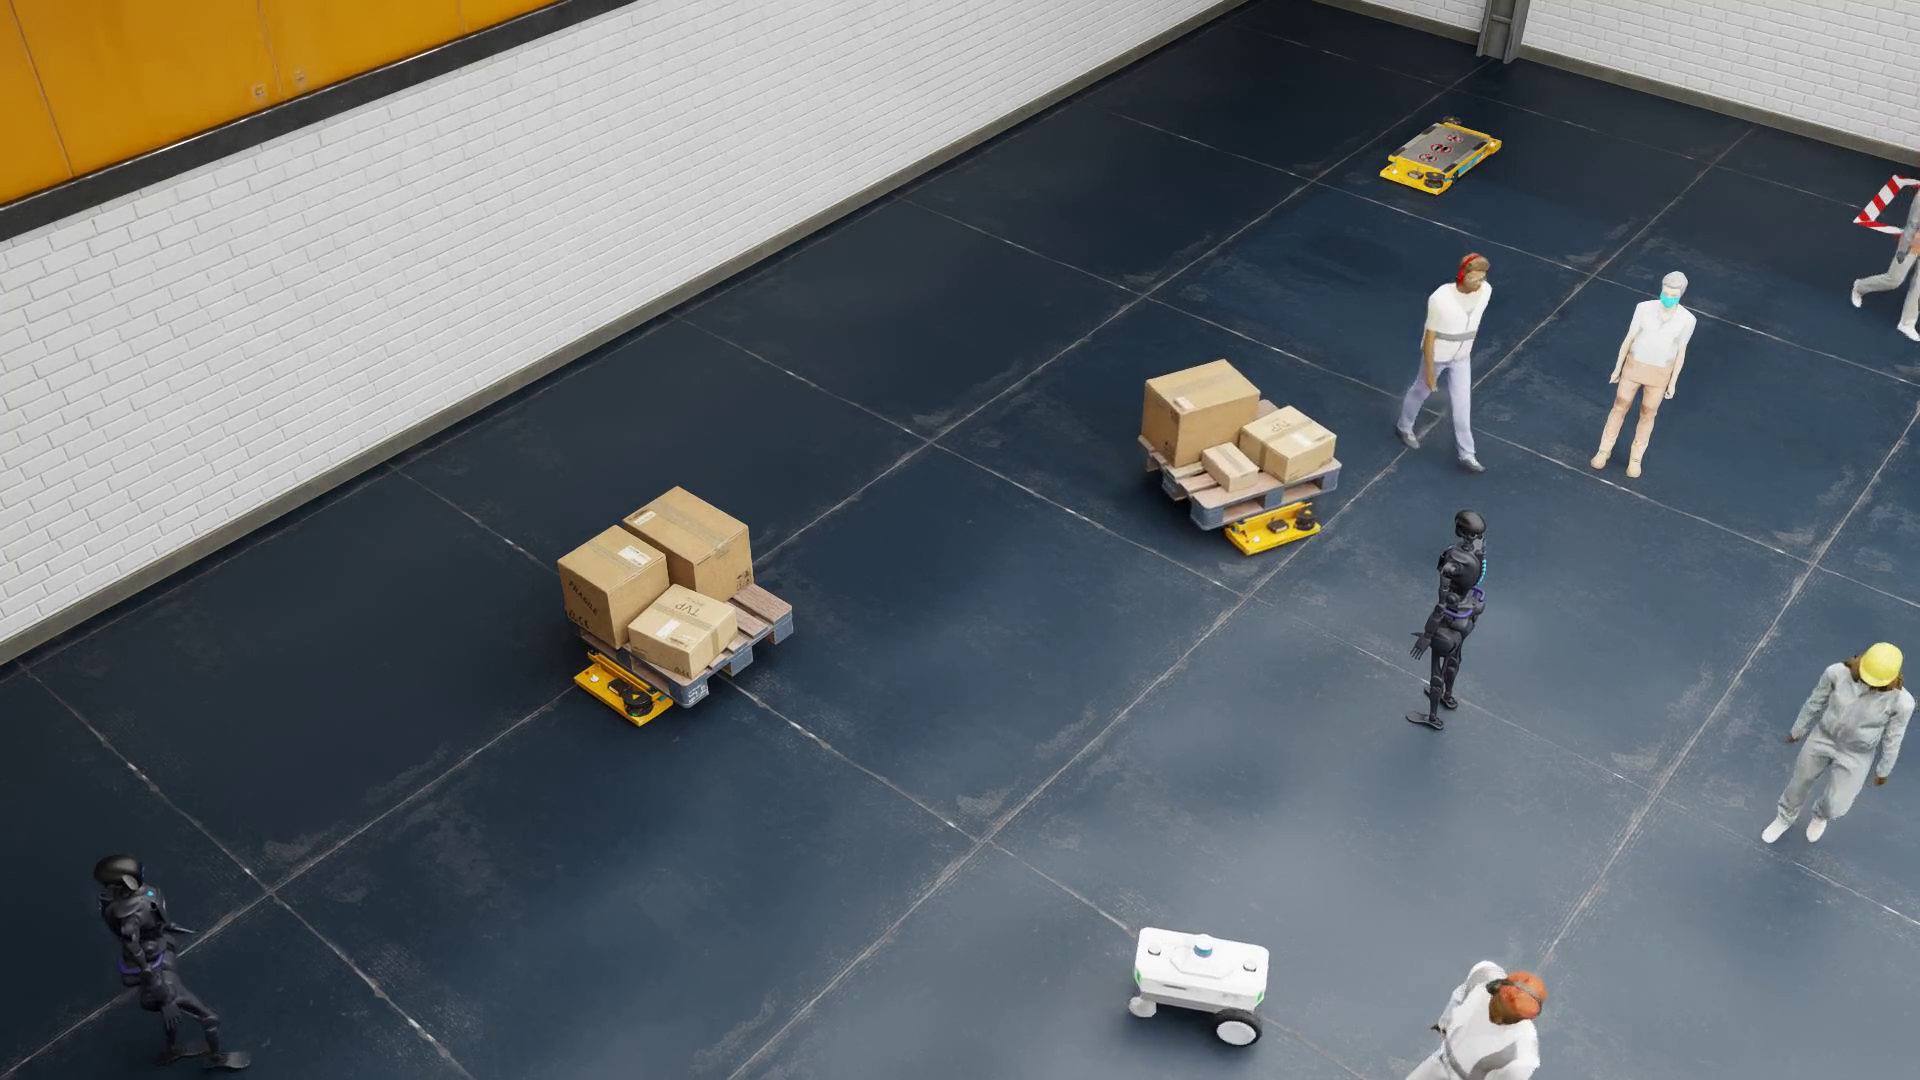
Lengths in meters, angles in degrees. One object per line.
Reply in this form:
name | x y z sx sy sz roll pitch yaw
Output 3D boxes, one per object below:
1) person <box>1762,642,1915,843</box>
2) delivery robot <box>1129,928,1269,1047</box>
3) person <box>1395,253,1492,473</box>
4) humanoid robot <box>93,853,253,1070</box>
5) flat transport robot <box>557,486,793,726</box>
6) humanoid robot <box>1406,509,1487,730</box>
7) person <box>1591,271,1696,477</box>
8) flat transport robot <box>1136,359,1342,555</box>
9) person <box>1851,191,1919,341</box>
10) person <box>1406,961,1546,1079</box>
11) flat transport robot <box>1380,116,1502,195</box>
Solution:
person | 5.094 1.214 9.626 0.575 1.711 0.412 31 48 33
delivery robot | 1.315 2.380 9.093 0.774 0.581 0.499 8 39 9
person | 3.788 -1.349 12.739 0.583 1.802 0.920 -14 41 -17
humanoid robot | -4.067 2.143 8.513 0.554 1.642 0.595 -13 41 -15
flat transport robot | -1.887 0.697 11.421 0.659 0.231 1.431 28 46 30
humanoid robot | 3.107 0.494 10.542 0.315 1.654 0.599 28 46 30
person | 5.236 -1.273 12.688 0.474 1.747 0.320 17 42 20
flat transport robot | 2.102 -0.428 12.818 0.659 0.231 1.431 -17 42 -20
person | 8.276 -2.572 14.400 0.518 1.616 0.678 -12 40 -14
person | 2.410 2.543 7.878 0.396 1.841 0.688 -8 39 -9
flat transport robot | 4.999 -3.988 17.237 0.659 0.231 1.431 28 46 30
